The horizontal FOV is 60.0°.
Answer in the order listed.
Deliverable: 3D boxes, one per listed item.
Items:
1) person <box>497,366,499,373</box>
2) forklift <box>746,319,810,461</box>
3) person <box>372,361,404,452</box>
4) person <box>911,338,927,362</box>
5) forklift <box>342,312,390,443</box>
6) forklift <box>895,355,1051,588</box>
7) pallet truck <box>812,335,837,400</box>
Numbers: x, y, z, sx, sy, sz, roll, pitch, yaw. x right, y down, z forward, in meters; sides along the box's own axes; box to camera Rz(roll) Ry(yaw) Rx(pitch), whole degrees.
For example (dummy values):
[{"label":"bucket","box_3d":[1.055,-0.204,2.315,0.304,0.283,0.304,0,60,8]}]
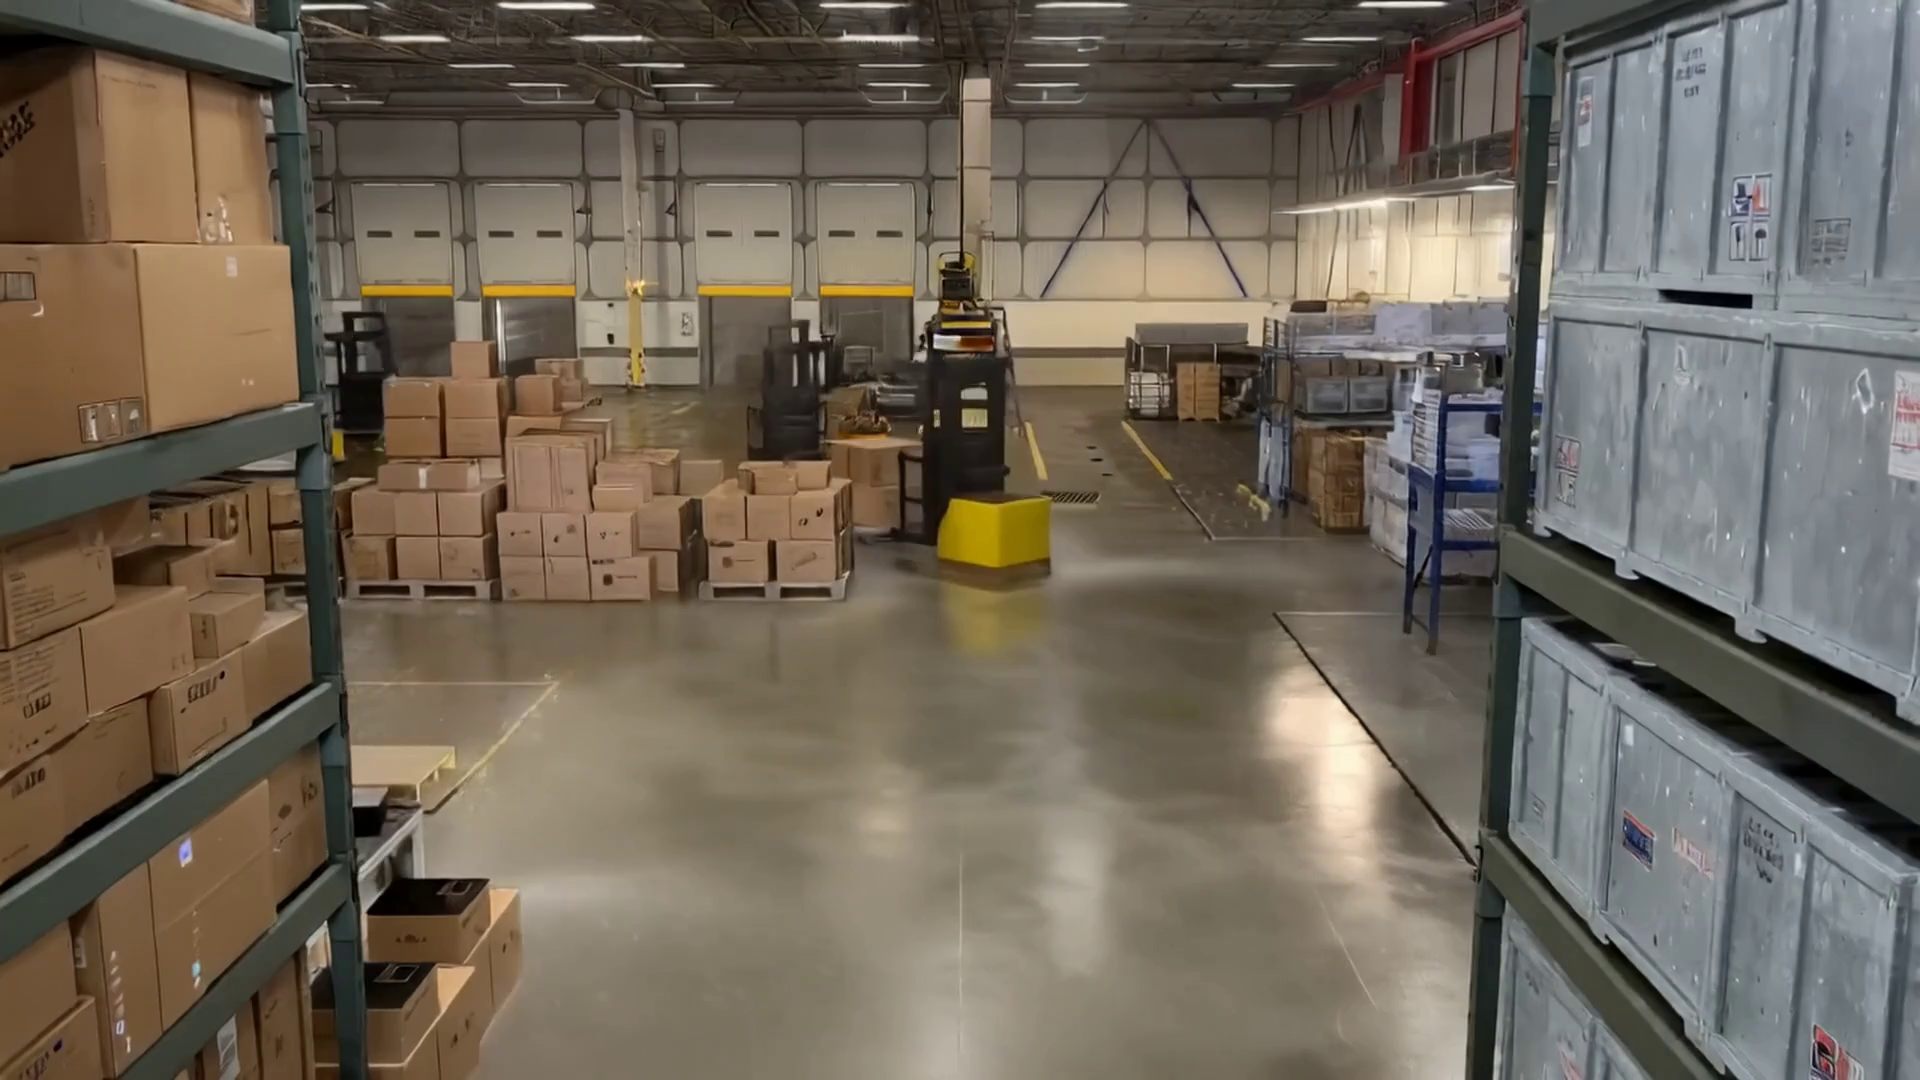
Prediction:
[{"label":"person","box_3d":[-10.806,-3.214,37.993,0.862,1.582,0.519,0,10,-3]},{"label":"forklift","box_3d":[-3.403,-2.904,32.456,1.129,2.768,1.873,-5,11,-27]},{"label":"person","box_3d":[-11.752,-2.771,34.563,1.005,1.899,0.636,-3,10,-19]},{"label":"person","box_3d":[-1.114,-4.272,43.131,0.572,1.910,0.783,-8,13,-40]},{"label":"forklift","box_3d":[-12.964,-3.605,36.499,1.129,2.768,1.873,0,10,1]},{"label":"forklift","box_3d":[0.180,-0.927,21.049,1.129,2.768,1.873,-8,13,-39]},{"label":"pallet truck","box_3d":[-3.021,-4.312,43.126,1.885,1.965,0.823,3,10,17]}]
